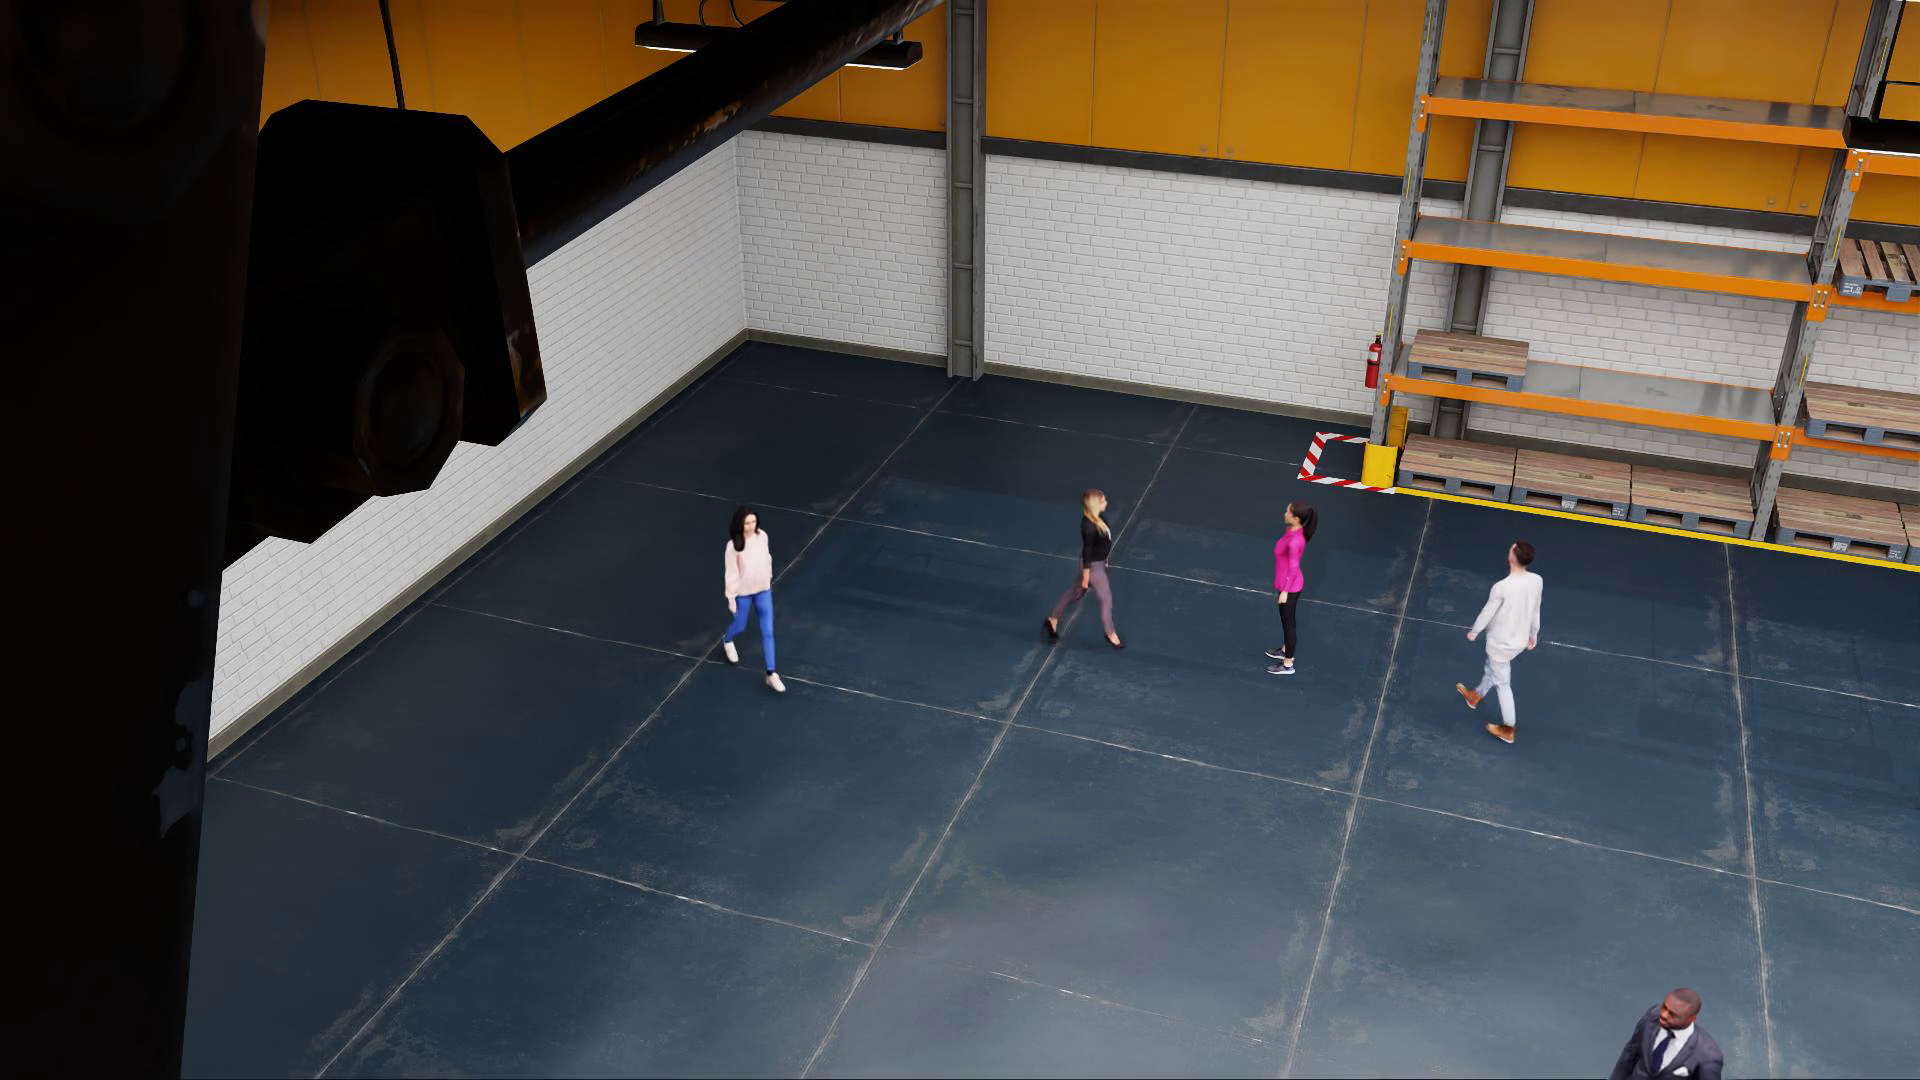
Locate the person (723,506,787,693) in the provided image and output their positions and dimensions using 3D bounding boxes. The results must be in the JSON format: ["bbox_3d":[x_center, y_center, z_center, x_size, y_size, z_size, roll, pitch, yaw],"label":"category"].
[{"bbox_3d":[-1.913,0.457,14.780,1.079,1.734,1.263,-19,34,-31],"label":"person"}]

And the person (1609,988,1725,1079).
[{"bbox_3d":[4.070,3.259,9.568,0.876,1.807,0.828,-10,30,-18],"label":"person"}]

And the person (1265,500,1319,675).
[{"bbox_3d":[2.966,0.405,14.911,0.615,1.699,0.617,5,29,9],"label":"person"}]

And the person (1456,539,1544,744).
[{"bbox_3d":[4.631,0.886,13.919,1.046,1.805,1.134,-15,32,-26],"label":"person"}]

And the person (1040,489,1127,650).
[{"bbox_3d":[1.109,0.269,15.225,1.096,1.637,0.802,2,29,3],"label":"person"}]
